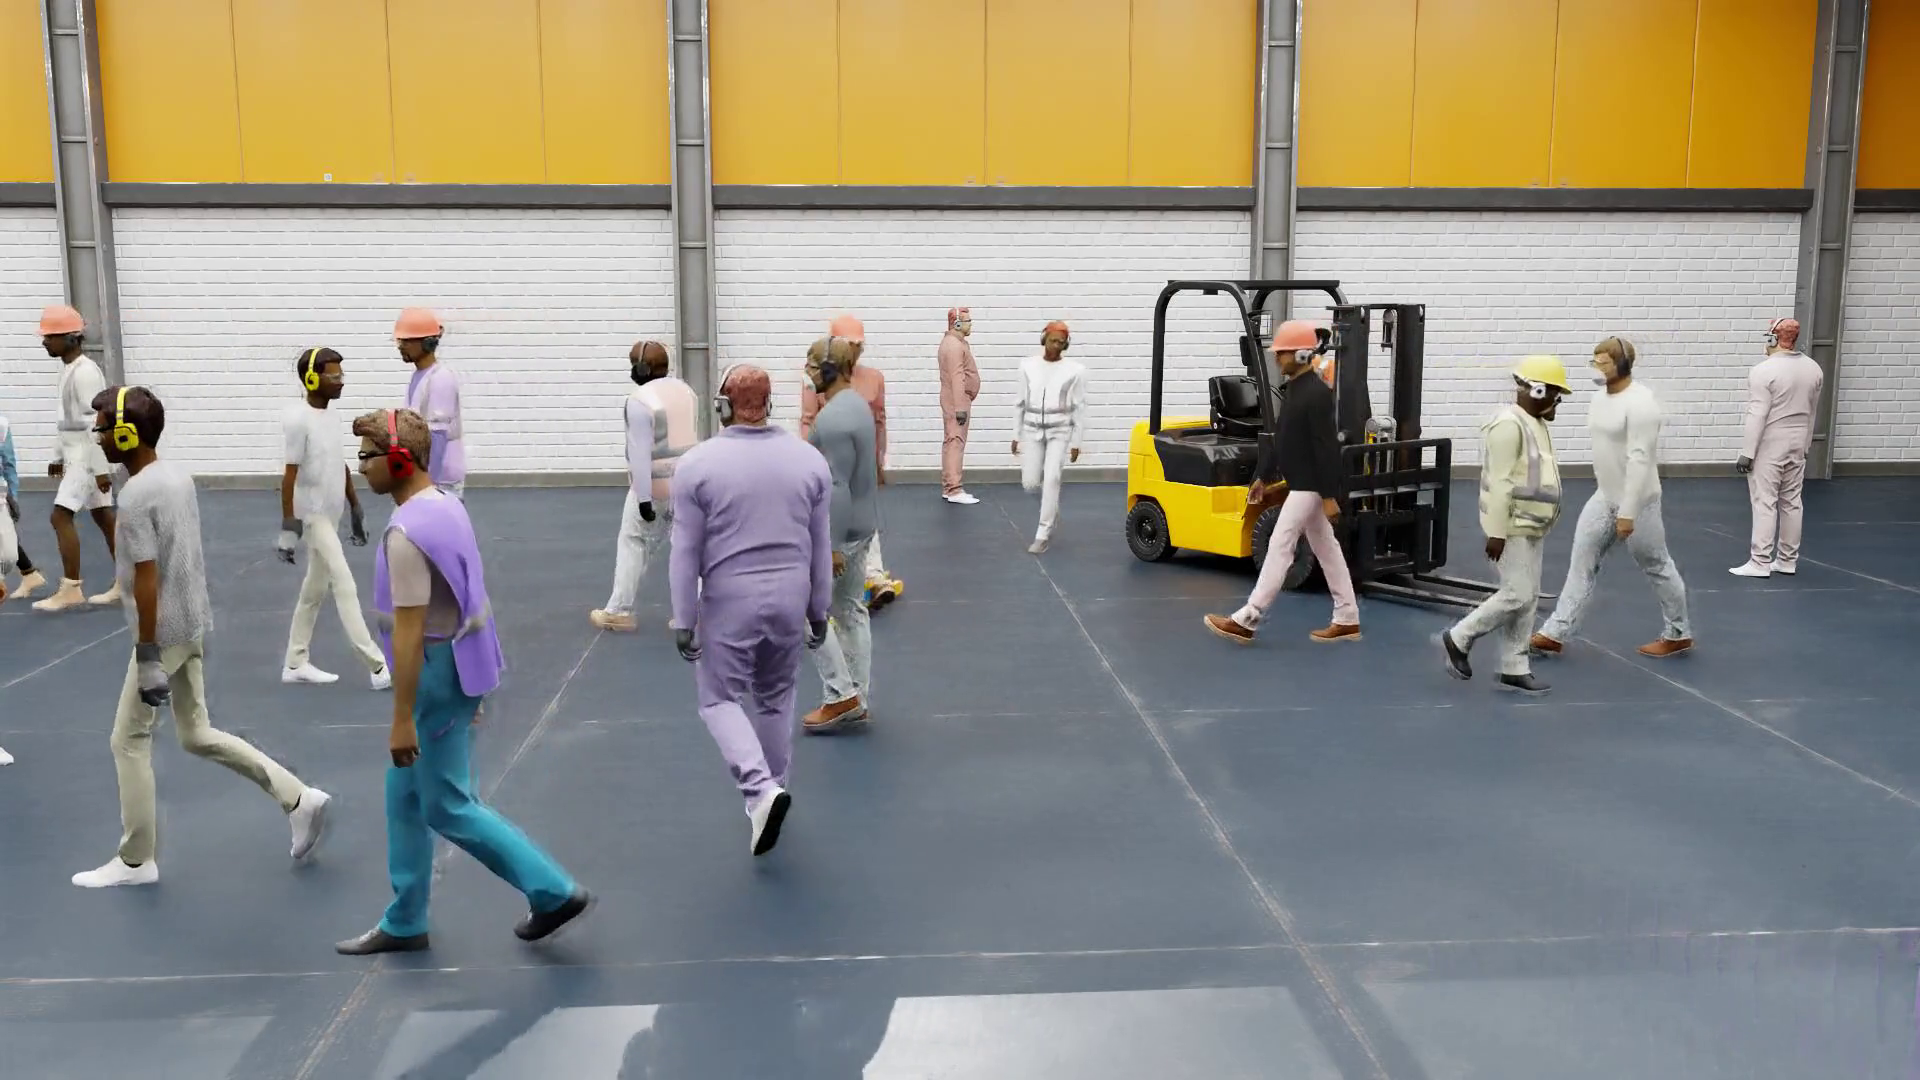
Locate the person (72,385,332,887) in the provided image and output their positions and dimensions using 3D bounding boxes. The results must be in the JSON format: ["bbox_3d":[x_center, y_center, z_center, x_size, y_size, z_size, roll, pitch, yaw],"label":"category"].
[{"bbox_3d":[-2.794,0.353,6.019,0.834,1.838,0.524,-1,9,-5],"label":"person"}]

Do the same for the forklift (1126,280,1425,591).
[{"bbox_3d":[2.301,-0.860,12.475,1.214,2.155,2.313,-6,11,-35],"label":"forklift"}]

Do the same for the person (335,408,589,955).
[{"bbox_3d":[-1.610,0.476,5.321,0.769,1.811,0.577,-2,9,-10],"label":"person"}]

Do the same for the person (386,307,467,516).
[{"bbox_3d":[-3.285,-0.402,10.153,0.707,2.018,0.626,-7,12,-38],"label":"person"}]

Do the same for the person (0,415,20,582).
[{"bbox_3d":[-5.968,-0.197,10.068,0.394,1.620,0.542,6,11,33],"label":"person"}]

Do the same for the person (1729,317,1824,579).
[{"bbox_3d":[5.957,-0.670,12.184,0.638,1.910,0.407,-4,10,-23],"label":"person"}]

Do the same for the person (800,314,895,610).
[{"bbox_3d":[-0.737,-0.509,11.037,0.652,1.942,0.988,-4,10,-22],"label":"person"}]

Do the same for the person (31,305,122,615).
[{"bbox_3d":[-5.867,-0.523,10.945,0.815,2.014,0.636,-5,10,-29],"label":"person"}]

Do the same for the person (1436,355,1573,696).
[{"bbox_3d":[2.908,-0.079,8.811,0.517,1.796,0.628,7,11,37],"label":"person"}]

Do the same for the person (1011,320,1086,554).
[{"bbox_3d":[0.724,-0.829,13.338,0.617,1.858,0.572,3,10,21],"label":"person"}]

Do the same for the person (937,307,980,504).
[{"bbox_3d":[-0.006,-1.312,16.220,0.408,1.909,0.638,-1,9,-8],"label":"person"}]

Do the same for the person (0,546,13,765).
[{"bbox_3d":[-4.487,0.179,7.364,0.301,1.743,0.493,7,12,39],"label":"person"}]

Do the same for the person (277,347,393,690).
[{"bbox_3d":[-3.301,-0.103,8.881,0.869,1.830,0.561,1,9,4],"label":"person"}]

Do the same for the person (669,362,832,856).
[{"bbox_3d":[-0.778,0.266,6.389,0.660,1.883,0.721,-5,10,-27],"label":"person"}]

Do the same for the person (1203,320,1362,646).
[{"bbox_3d":[1.986,-0.329,9.924,1.013,1.938,0.602,0,9,2],"label":"person"}]

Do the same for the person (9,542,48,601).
[{"bbox_3d":[-6.641,-0.368,11.112,0.894,1.650,0.562,-4,10,-25],"label":"person"}]

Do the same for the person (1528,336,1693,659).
[{"bbox_3d":[3.764,-0.222,9.483,1.078,1.872,0.640,-1,9,-8],"label":"person"}]

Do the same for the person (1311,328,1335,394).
[{"bbox_3d":[3.601,-1.297,16.816,0.320,1.691,0.536,-5,10,-27],"label":"person"}]

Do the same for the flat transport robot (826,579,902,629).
[{"bbox_3d":[-0.922,0.355,10.867,0.652,0.197,1.431,3,9,17],"label":"flat transport robot"}]

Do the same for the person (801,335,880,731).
[{"bbox_3d":[-0.630,-0.020,8.040,0.484,1.925,0.664,1,9,7],"label":"person"}]

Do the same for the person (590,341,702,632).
[{"bbox_3d":[-1.933,-0.321,10.320,0.858,1.810,0.649,5,10,30],"label":"person"}]
